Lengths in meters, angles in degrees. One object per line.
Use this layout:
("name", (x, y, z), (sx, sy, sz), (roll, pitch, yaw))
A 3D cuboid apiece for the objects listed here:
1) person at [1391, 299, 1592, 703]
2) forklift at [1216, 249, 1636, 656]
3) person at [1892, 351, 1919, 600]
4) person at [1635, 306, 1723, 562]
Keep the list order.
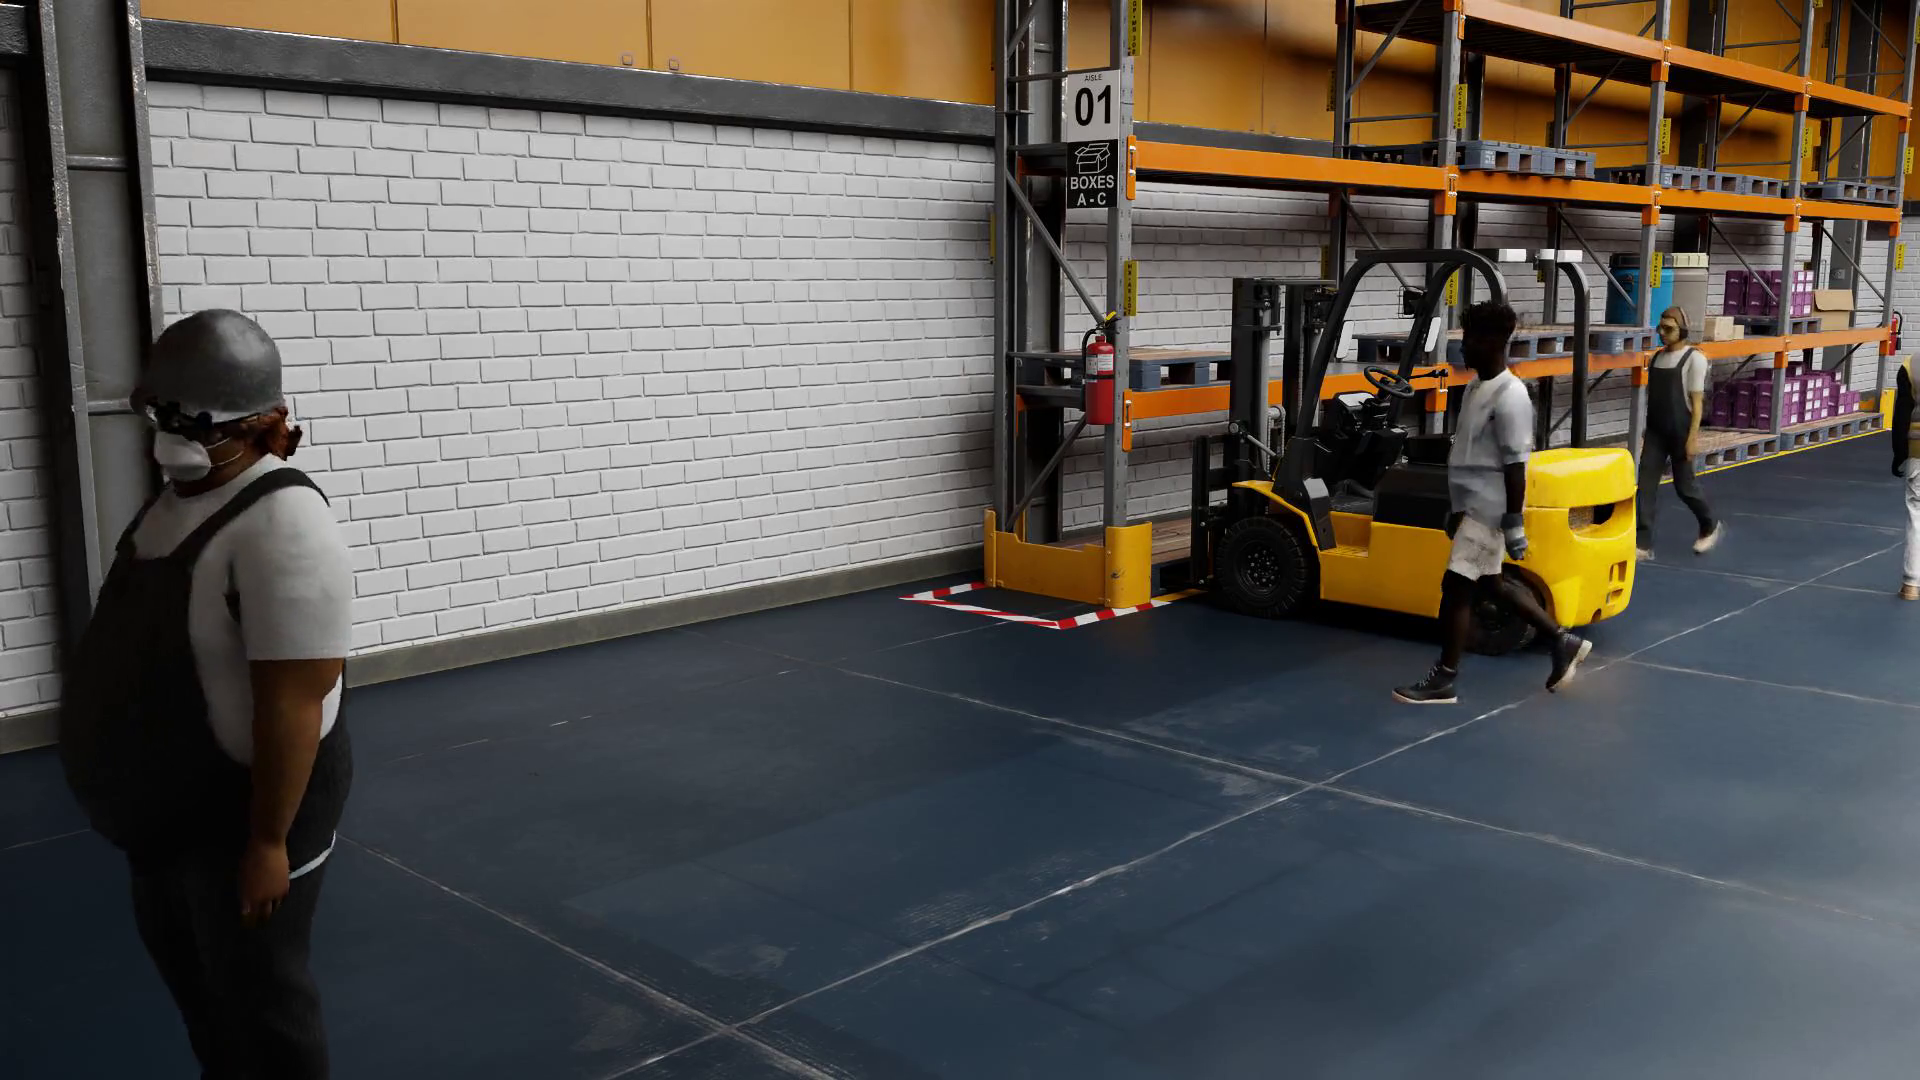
("person", (2.565, -0.169, 7.882), (0.889, 1.941, 0.597), (1, 9, 7))
("forklift", (2.710, -0.584, 9.626), (2.313, 2.155, 1.214), (9, 13, 43))
("person", (6.141, -0.524, 10.343), (0.626, 1.840, 0.430), (6, 11, 31))
("person", (5.100, -0.751, 11.819), (0.870, 1.820, 0.524), (-5, 10, -26))
